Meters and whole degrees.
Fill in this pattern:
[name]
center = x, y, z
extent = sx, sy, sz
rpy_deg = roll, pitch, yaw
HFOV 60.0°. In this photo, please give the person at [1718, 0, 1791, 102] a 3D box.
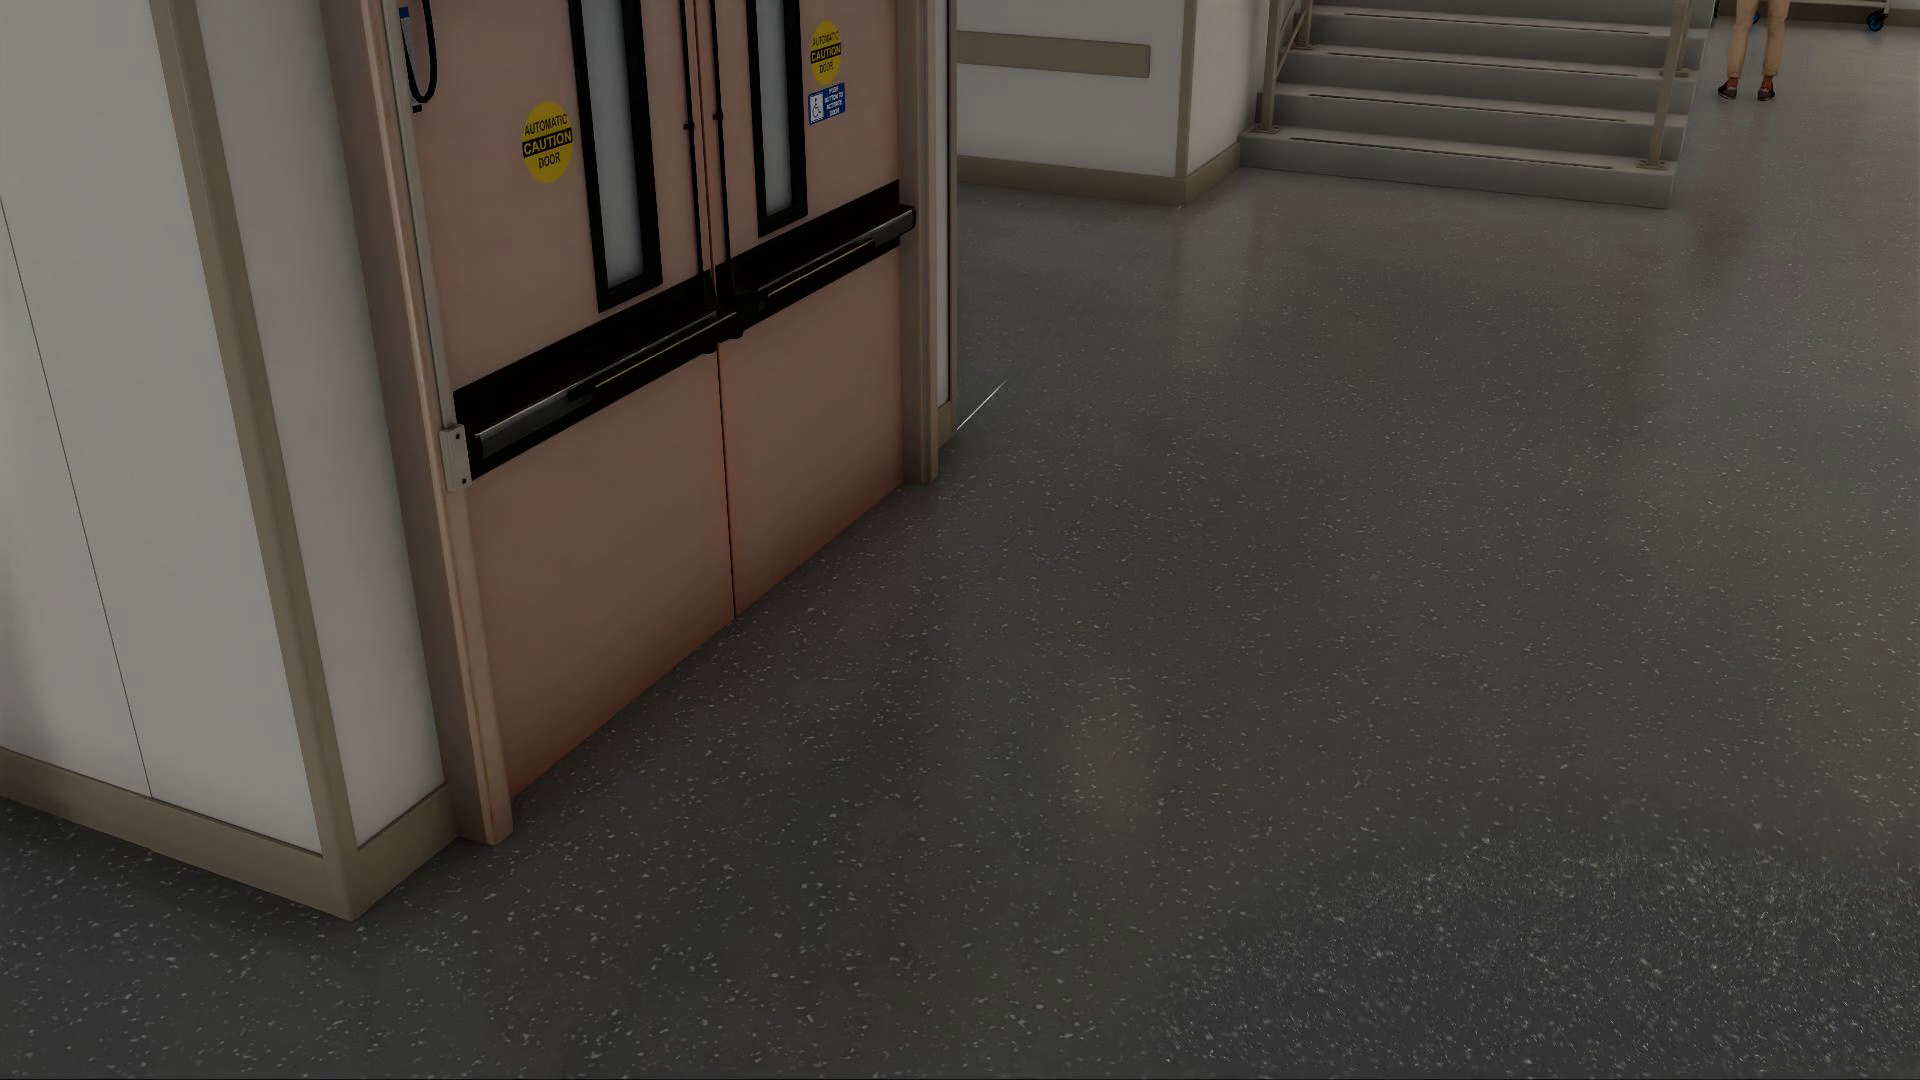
[person]
center = 6.007, -4.230, 12.337
extent = 0.671, 1.858, 0.550
rpy_deg = 8, 27, 16
